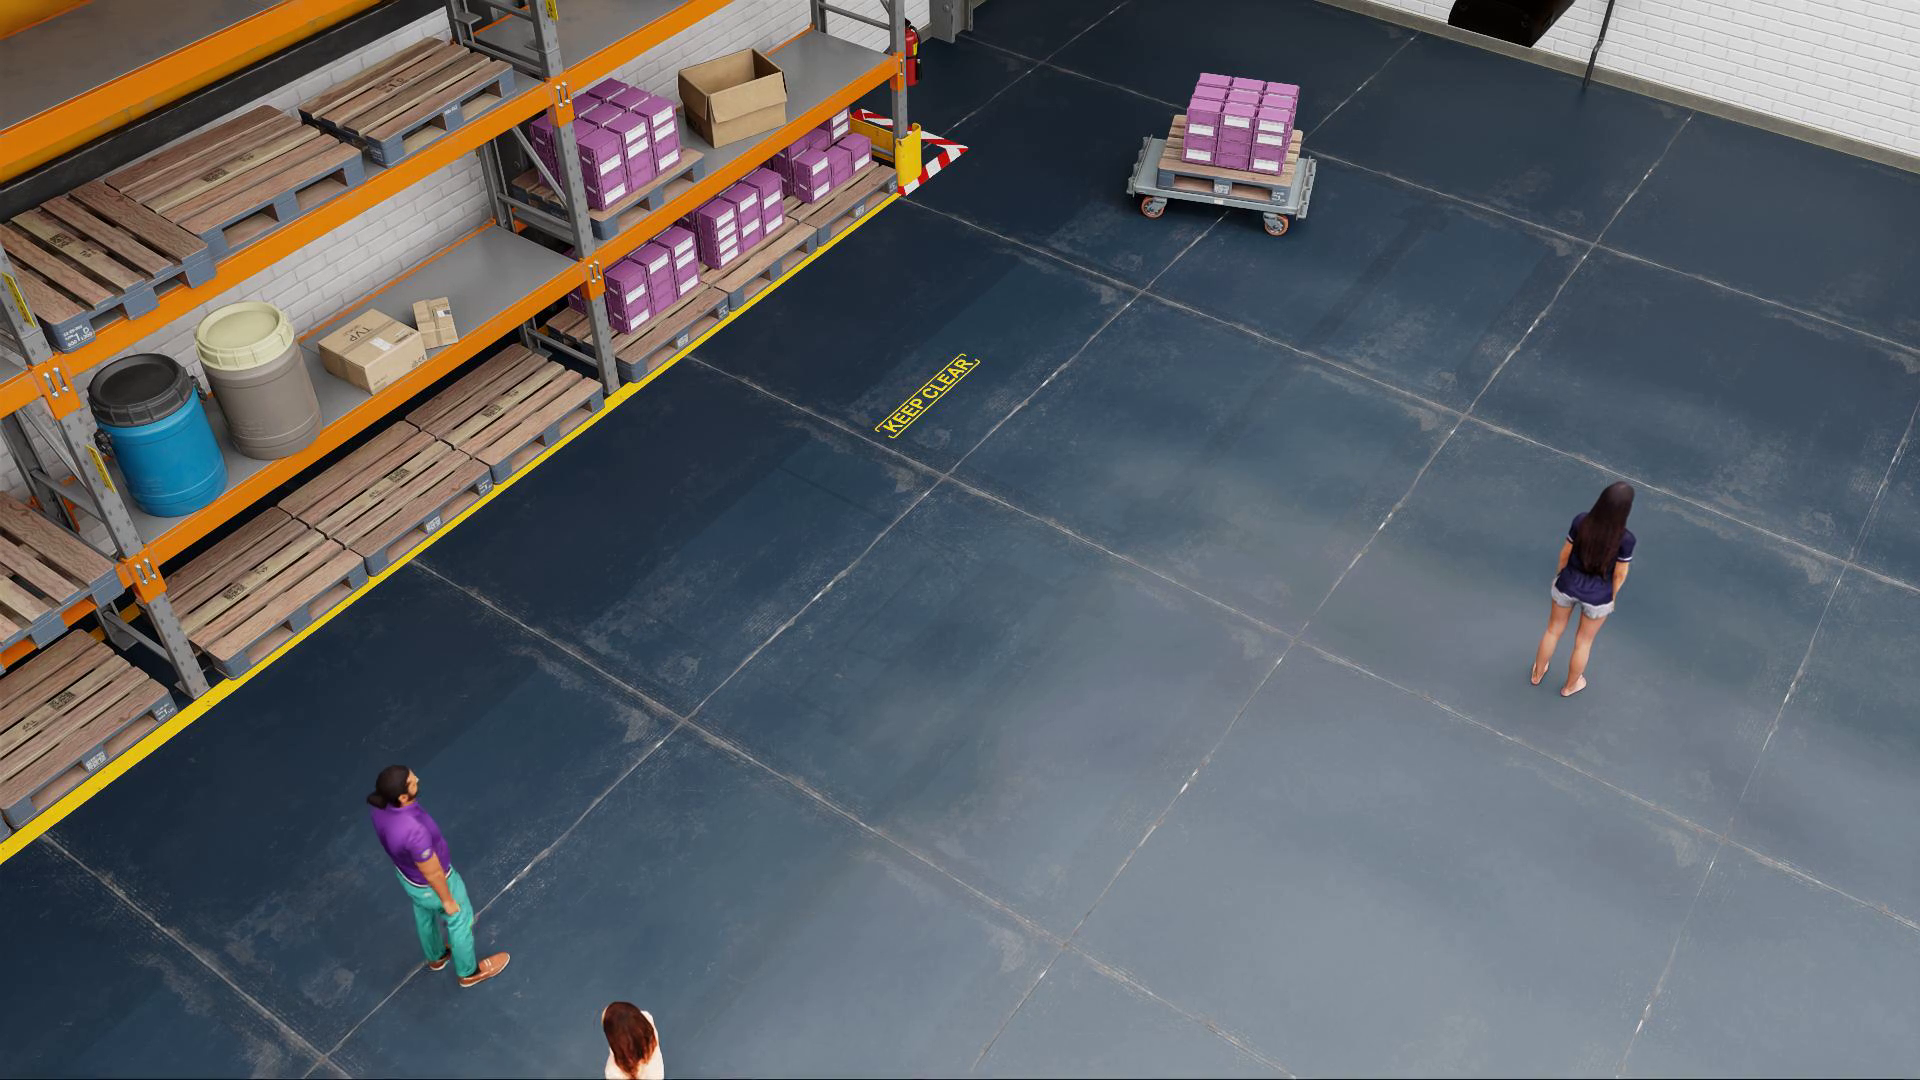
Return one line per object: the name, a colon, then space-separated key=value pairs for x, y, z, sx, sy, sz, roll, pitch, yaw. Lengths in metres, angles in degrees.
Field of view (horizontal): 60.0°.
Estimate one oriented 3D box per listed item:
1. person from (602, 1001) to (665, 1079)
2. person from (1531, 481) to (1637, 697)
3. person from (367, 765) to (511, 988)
person: x=-1.623 y=2.753 z=8.364 sx=0.695 sy=1.484 sz=0.562 roll=10 pitch=45 yaw=10
person: x=4.016 y=0.325 z=10.708 sx=0.572 sy=1.766 sz=0.529 roll=28 pitch=50 yaw=26
person: x=-2.950 y=1.860 z=9.095 sx=0.696 sy=1.767 sz=0.653 roll=33 pitch=53 yaw=30
